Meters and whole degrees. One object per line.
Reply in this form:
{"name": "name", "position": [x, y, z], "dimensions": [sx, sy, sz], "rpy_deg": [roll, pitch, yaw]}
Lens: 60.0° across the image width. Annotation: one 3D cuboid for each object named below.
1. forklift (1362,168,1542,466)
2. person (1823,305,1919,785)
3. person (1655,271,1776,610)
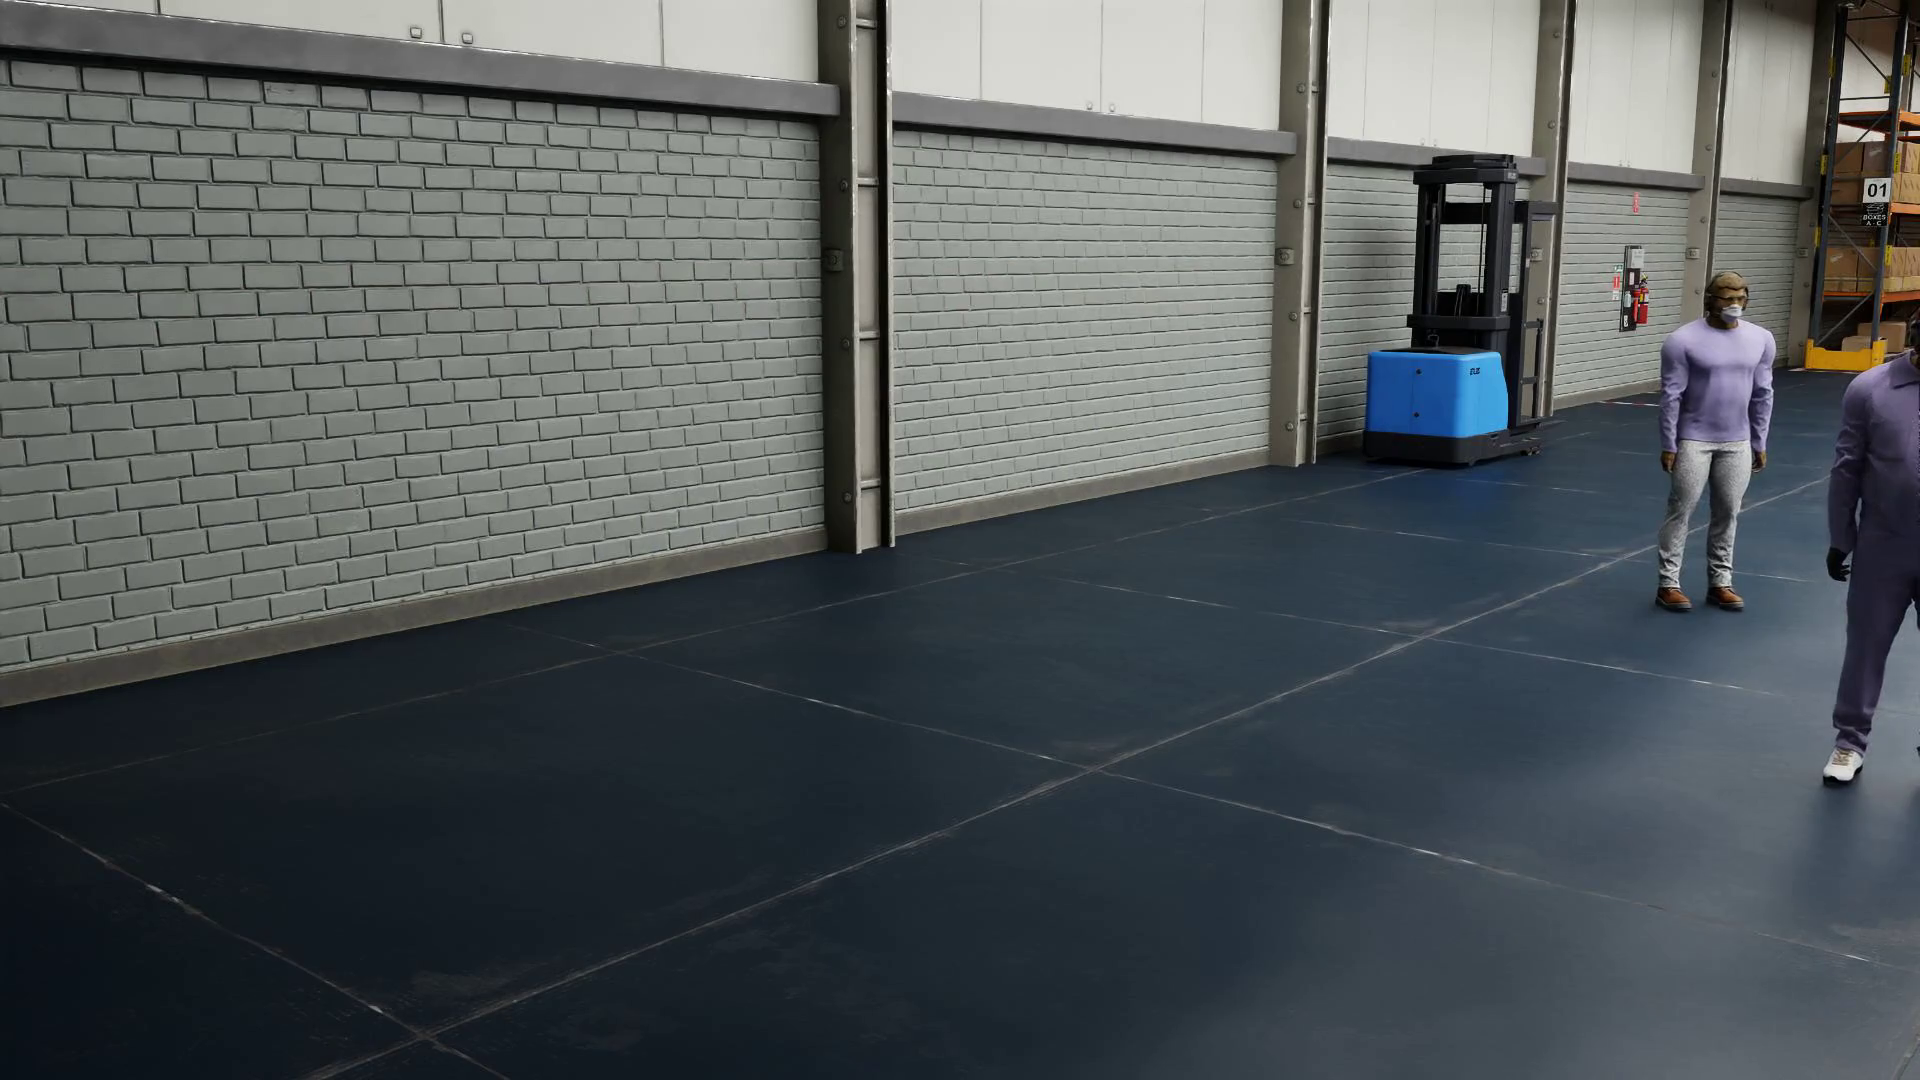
{"name": "forklift", "position": [4.875, -2.212, 16.287], "dimensions": [1.129, 2.768, 1.873], "rpy_deg": [8, 13, 40]}
{"name": "person", "position": [3.626, 0.013, 6.273], "dimensions": [0.648, 1.904, 0.401], "rpy_deg": [5, 11, 27]}
{"name": "person", "position": [4.272, -0.554, 9.454], "dimensions": [0.628, 1.929, 0.386], "rpy_deg": [0, 10, -1]}
